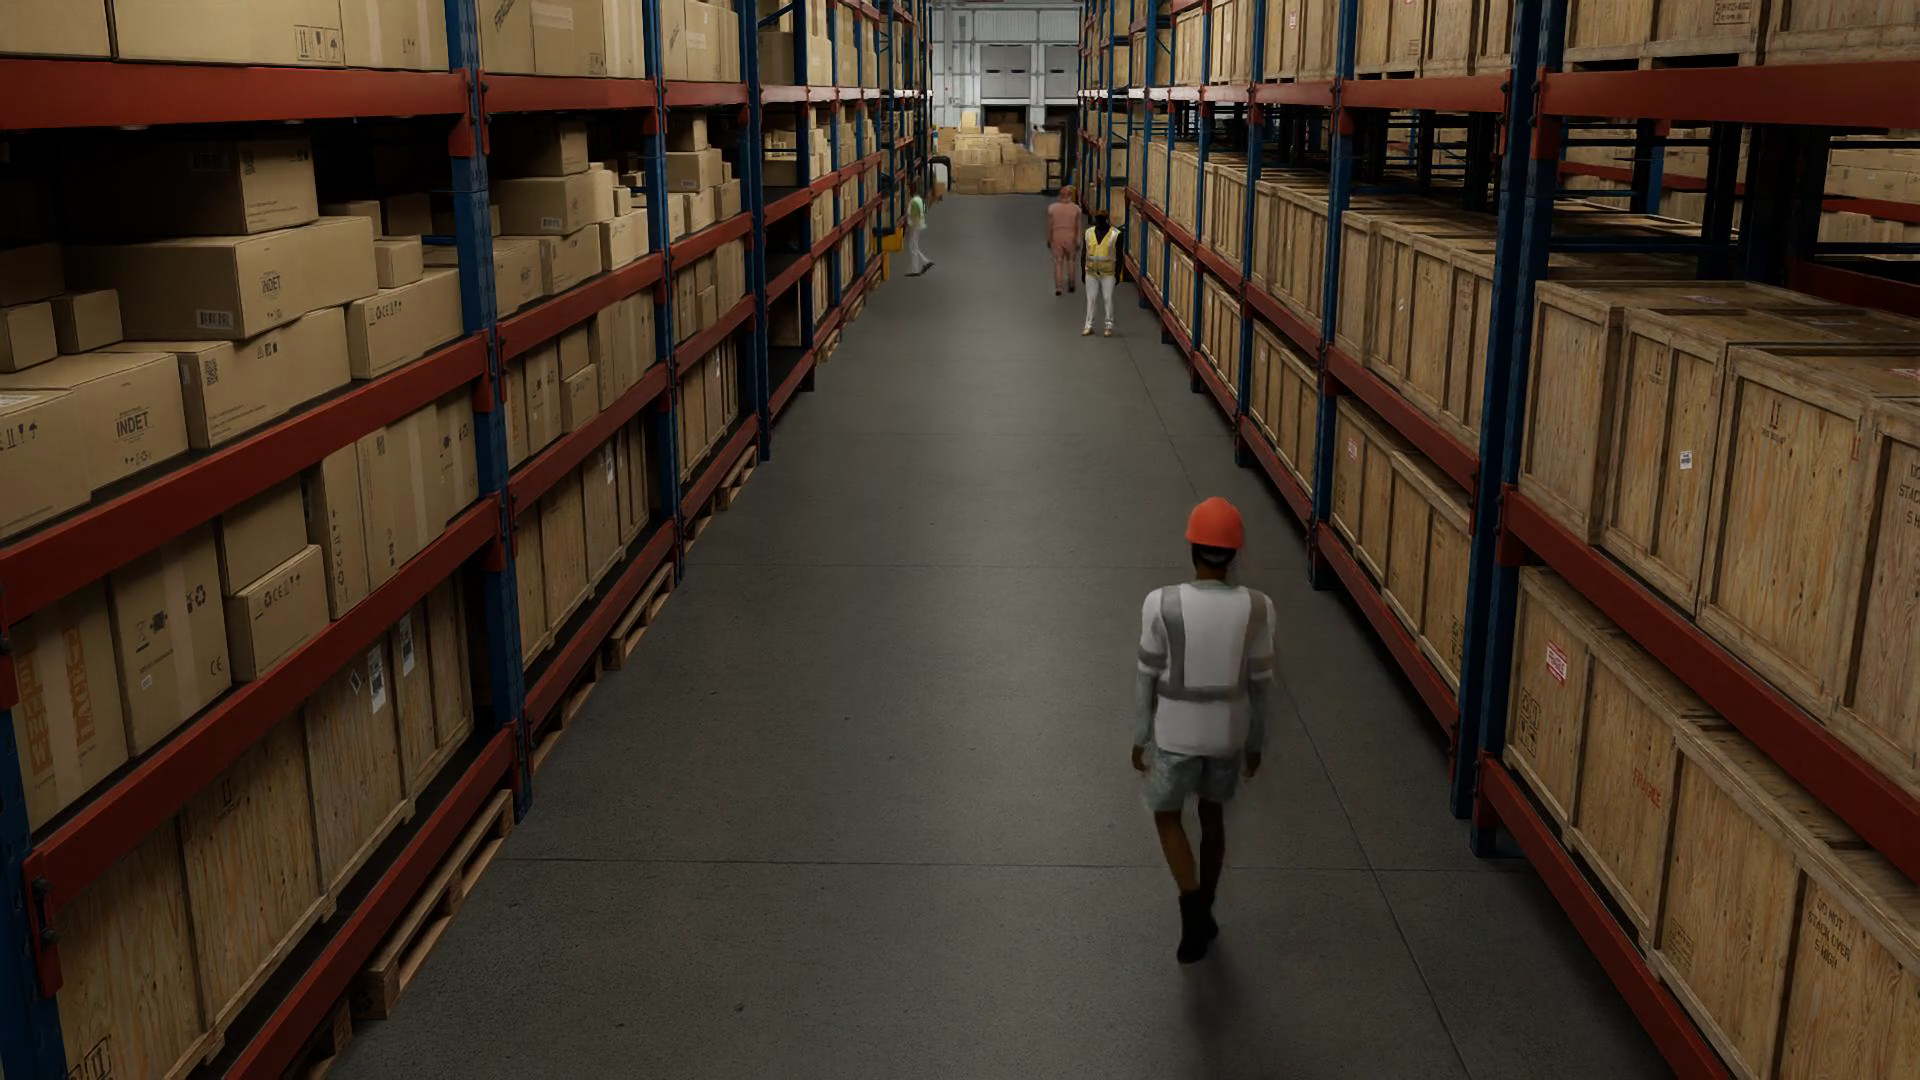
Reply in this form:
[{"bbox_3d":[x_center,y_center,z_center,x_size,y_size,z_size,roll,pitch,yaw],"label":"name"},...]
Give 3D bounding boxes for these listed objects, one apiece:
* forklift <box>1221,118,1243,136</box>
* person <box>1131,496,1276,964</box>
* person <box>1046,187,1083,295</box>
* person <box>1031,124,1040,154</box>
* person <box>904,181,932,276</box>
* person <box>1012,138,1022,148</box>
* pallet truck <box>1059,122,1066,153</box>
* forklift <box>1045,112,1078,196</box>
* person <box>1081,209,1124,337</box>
[{"bbox_3d":[7.111,-9.642,43.664,1.873,2.768,1.129,6,16,22],"label":"forklift"},{"bbox_3d":[0.989,0.786,6.697,0.557,1.916,0.656,-2,15,-7],"label":"person"},{"bbox_3d":[1.845,-5.288,29.421,0.646,1.853,1.010,2,15,6],"label":"person"},{"bbox_3d":[4.031,-21.000,87.783,0.617,1.908,0.471,14,20,41],"label":"person"},{"bbox_3d":[-0.858,-5.995,32.108,0.472,1.824,0.562,-1,15,-2],"label":"person"},{"bbox_3d":[2.135,-14.454,63.631,0.726,1.807,0.433,-3,15,-12],"label":"person"},{"bbox_3d":[5.788,-21.111,88.014,1.885,1.965,0.823,5,16,18],"label":"pallet truck"},{"bbox_3d":[3.851,-13.160,56.755,1.873,2.768,1.129,0,15,2],"label":"forklift"},{"bbox_3d":[2.049,-3.883,24.211,0.625,1.844,0.429,5,16,19],"label":"person"}]
